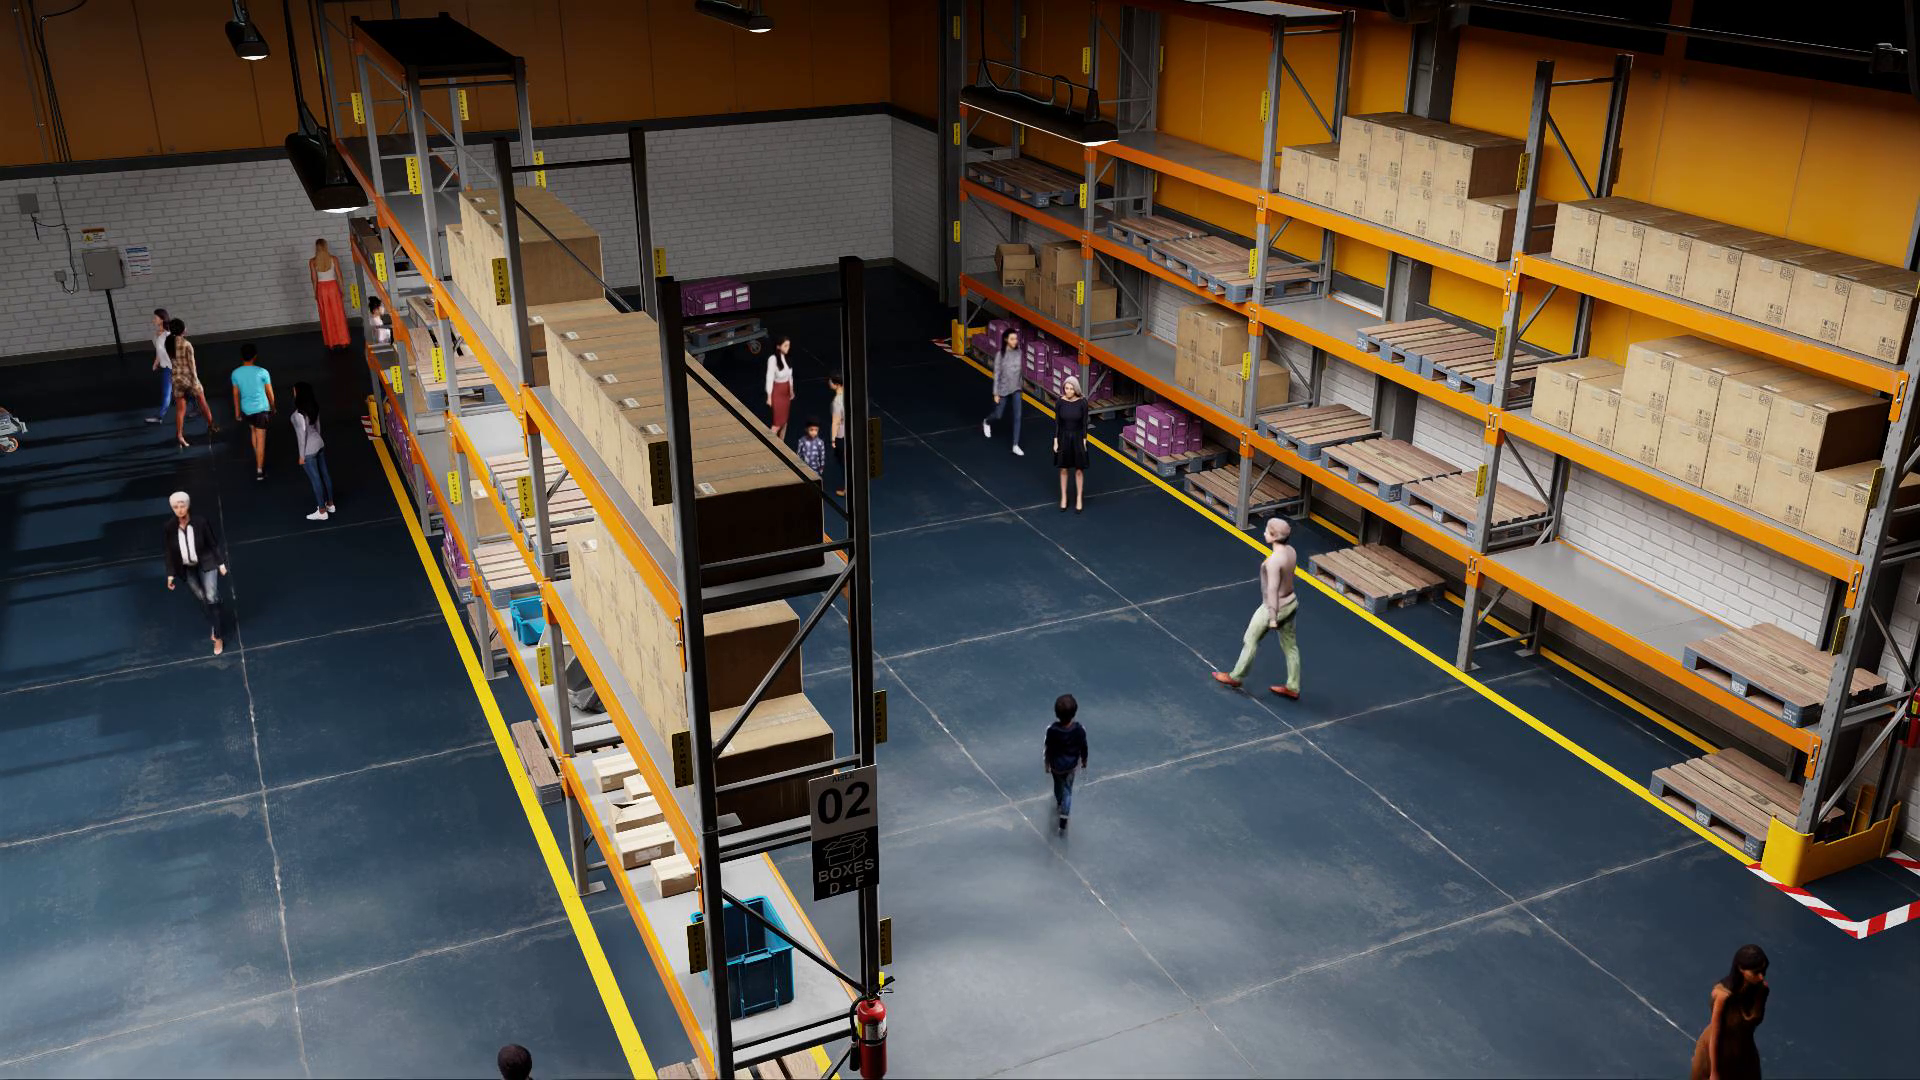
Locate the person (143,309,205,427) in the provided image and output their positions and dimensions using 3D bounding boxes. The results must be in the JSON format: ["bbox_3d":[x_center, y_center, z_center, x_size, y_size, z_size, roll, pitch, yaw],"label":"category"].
[{"bbox_3d":[-10.998,-2.430,23.410,0.845,1.642,1.078,-18,29,-35],"label":"person"}]

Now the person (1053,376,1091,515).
[{"bbox_3d":[1.367,-1.174,20.415,0.723,1.740,0.758,4,24,9],"label":"person"}]

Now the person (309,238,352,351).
[{"bbox_3d":[-10.139,-3.957,26.705,0.660,1.802,0.630,-6,24,-14],"label":"person"}]

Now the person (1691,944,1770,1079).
[{"bbox_3d":[4.763,3.209,10.471,0.625,1.673,0.678,-5,24,-12],"label":"person"}]

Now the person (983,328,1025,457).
[{"bbox_3d":[0.608,-2.028,22.411,0.652,1.705,1.088,-12,26,-26],"label":"person"}]

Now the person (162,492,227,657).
[{"bbox_3d":[-7.828,0.257,17.223,0.903,1.761,0.982,-2,24,-4],"label":"person"}]

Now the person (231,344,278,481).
[{"bbox_3d":[-9.082,-1.616,21.427,0.805,1.739,1.010,-3,24,-7],"label":"person"}]

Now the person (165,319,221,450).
[{"bbox_3d":[-10.517,-2.069,22.455,0.959,1.745,1.135,4,24,8],"label":"person"}]

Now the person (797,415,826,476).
[{"bbox_3d":[-1.847,-0.955,20.534,0.694,1.243,0.808,2,24,5],"label":"person"}]

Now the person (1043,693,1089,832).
[{"bbox_3d":[0.881,1.895,14.078,0.790,1.193,0.927,3,24,6],"label":"person"}]

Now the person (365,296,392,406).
[{"bbox_3d":[-8.353,-2.610,23.711,0.780,1.731,0.771,-12,27,-26],"label":"person"}]

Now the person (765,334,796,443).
[{"bbox_3d":[-2.390,-1.885,22.041,0.753,1.740,0.730,14,27,29],"label":"person"}]

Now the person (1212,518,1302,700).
[{"bbox_3d":[3.138,0.704,15.998,1.195,1.836,0.995,17,29,34],"label":"person"}]

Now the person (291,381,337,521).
[{"bbox_3d":[-7.878,-1.103,20.257,0.746,1.735,0.648,4,24,9],"label":"person"}]
